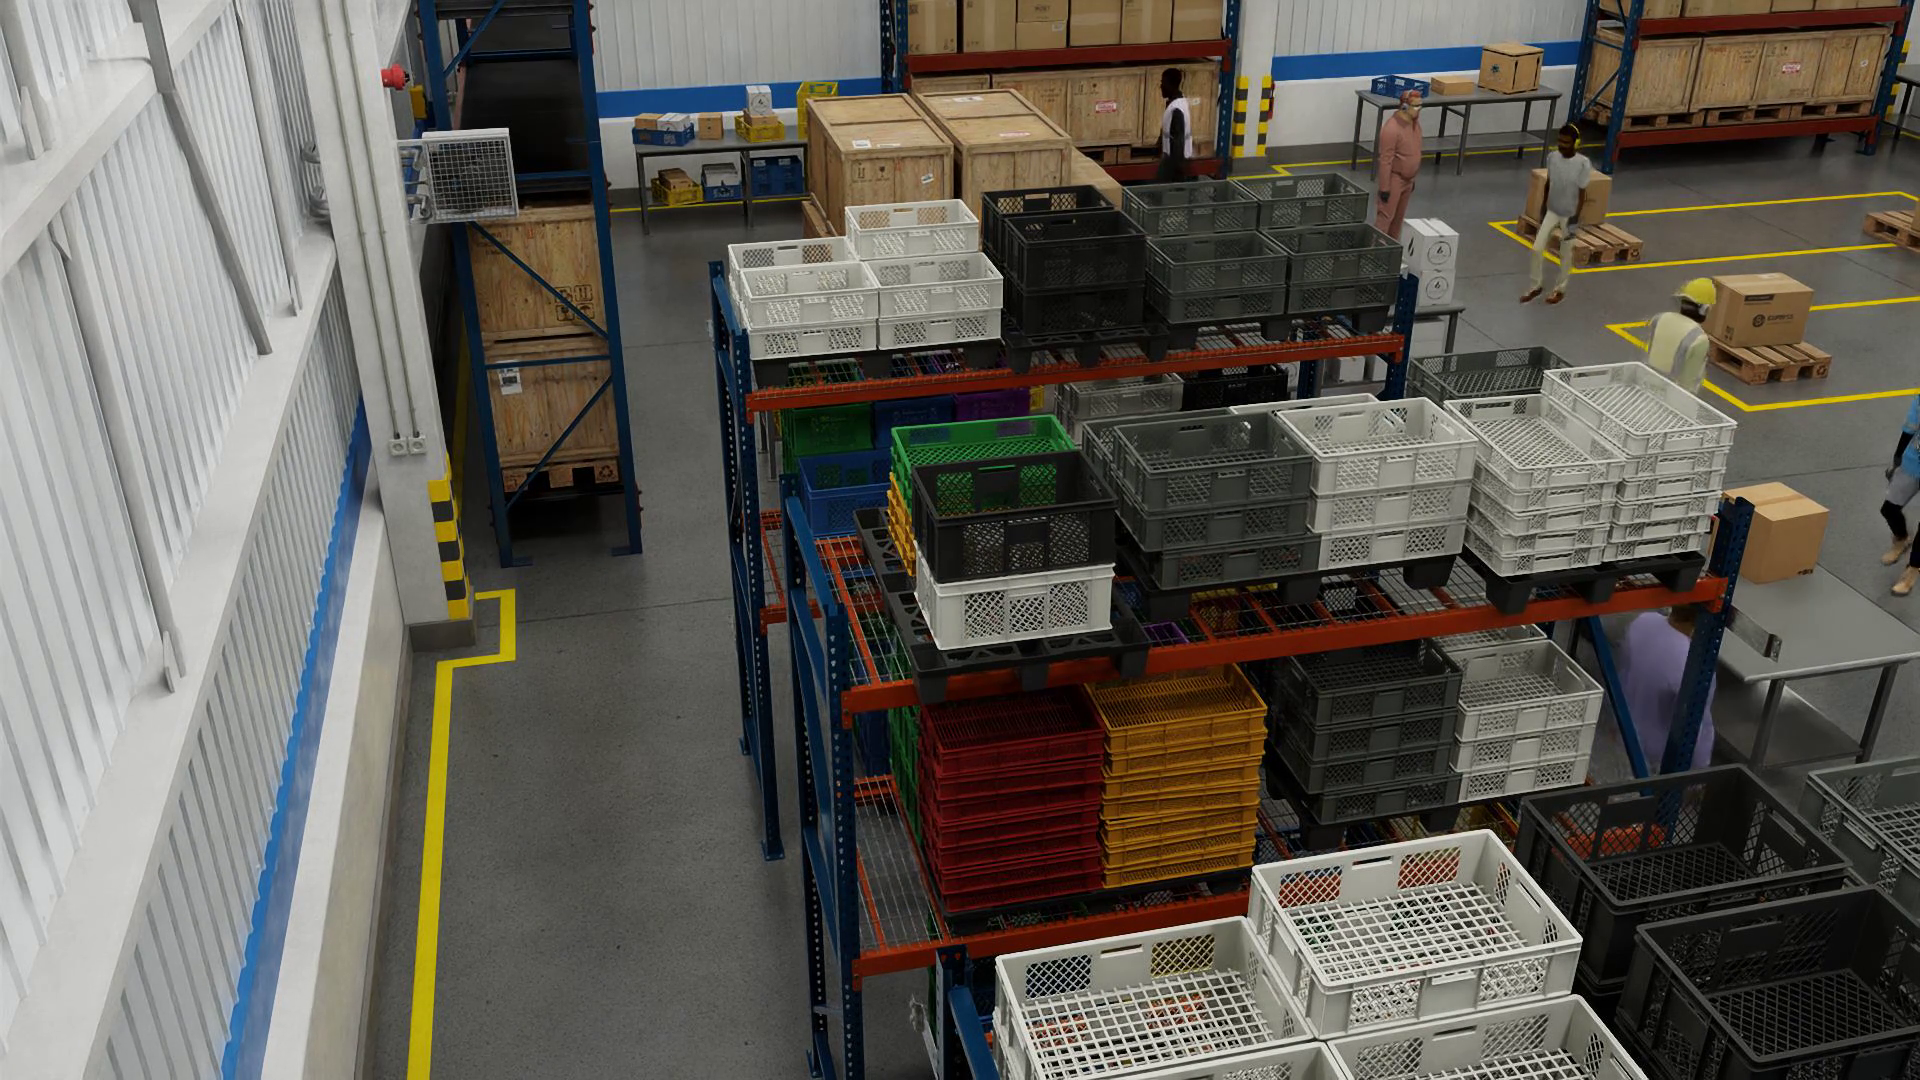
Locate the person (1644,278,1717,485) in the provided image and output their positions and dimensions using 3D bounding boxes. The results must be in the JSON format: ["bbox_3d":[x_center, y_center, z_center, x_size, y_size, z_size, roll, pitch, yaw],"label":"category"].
[{"bbox_3d":[5.301,-1.112,12.531,0.962,1.787,0.592,-11,30,-20],"label":"person"}]

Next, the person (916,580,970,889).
[{"bbox_3d":[0.021,1.028,8.355,0.373,1.883,0.576,-22,35,-35],"label":"person"}]

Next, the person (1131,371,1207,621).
[{"bbox_3d":[1.381,-0.272,10.883,0.430,1.832,0.646,-17,32,-29],"label":"person"}]

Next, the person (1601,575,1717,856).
[{"bbox_3d":[3.502,1.035,8.289,0.436,1.923,0.657,-1,28,-2],"label":"person"}]

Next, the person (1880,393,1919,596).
[{"bbox_3d":[6.633,-0.450,11.349,0.469,1.688,0.570,-22,35,-35],"label":"person"}]

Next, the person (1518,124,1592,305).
[{"bbox_3d":[5.911,-3.192,16.410,0.637,1.836,0.512,-24,36,-37],"label":"person"}]

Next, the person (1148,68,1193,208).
[{"bbox_3d":[2.242,-4.257,18.362,0.794,1.888,0.608,4,28,7],"label":"person"}]

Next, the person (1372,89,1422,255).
[{"bbox_3d":[4.603,-3.759,17.421,0.400,1.901,0.645,23,36,37],"label":"person"}]
